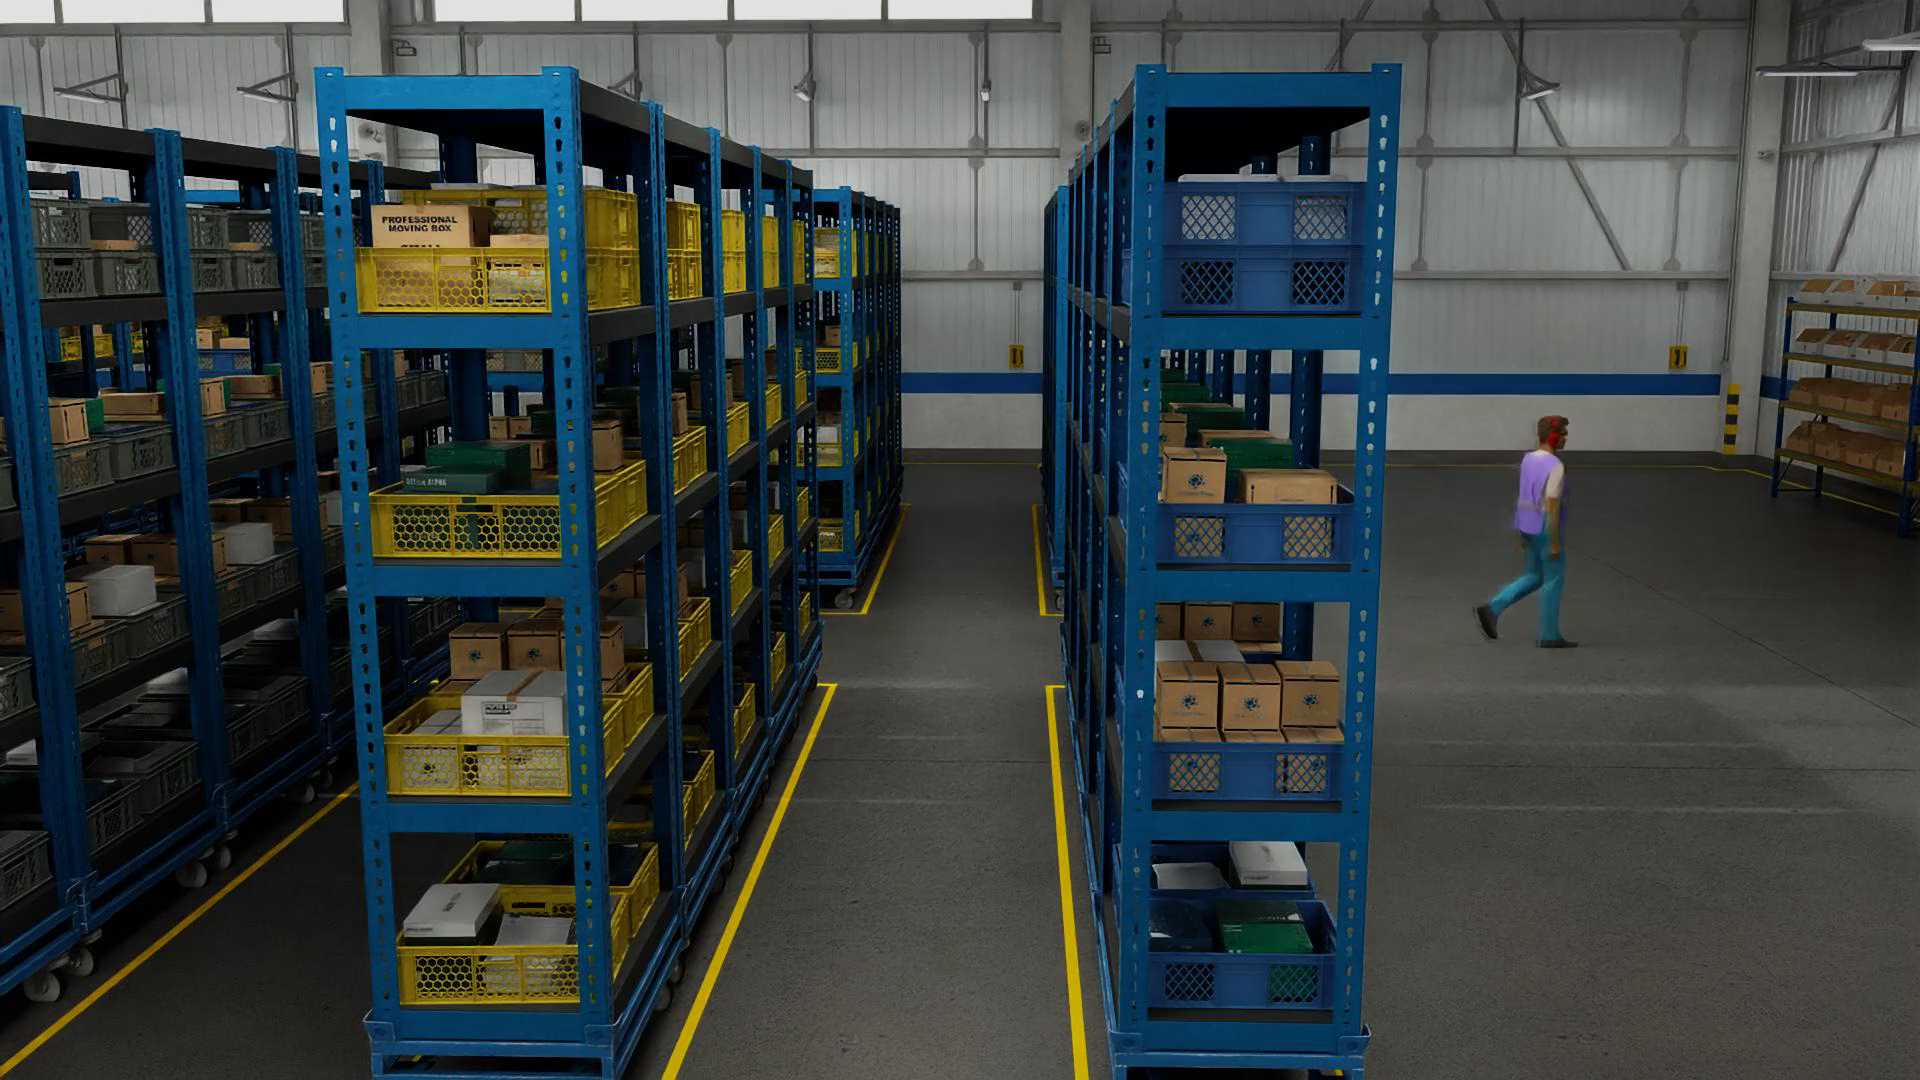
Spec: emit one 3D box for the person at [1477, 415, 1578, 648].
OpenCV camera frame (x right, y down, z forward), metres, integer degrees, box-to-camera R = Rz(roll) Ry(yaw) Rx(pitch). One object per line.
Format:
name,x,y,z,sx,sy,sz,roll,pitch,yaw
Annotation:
person,4.437,-0.054,12.830,0.690,1.827,0.566,-1,10,-4
